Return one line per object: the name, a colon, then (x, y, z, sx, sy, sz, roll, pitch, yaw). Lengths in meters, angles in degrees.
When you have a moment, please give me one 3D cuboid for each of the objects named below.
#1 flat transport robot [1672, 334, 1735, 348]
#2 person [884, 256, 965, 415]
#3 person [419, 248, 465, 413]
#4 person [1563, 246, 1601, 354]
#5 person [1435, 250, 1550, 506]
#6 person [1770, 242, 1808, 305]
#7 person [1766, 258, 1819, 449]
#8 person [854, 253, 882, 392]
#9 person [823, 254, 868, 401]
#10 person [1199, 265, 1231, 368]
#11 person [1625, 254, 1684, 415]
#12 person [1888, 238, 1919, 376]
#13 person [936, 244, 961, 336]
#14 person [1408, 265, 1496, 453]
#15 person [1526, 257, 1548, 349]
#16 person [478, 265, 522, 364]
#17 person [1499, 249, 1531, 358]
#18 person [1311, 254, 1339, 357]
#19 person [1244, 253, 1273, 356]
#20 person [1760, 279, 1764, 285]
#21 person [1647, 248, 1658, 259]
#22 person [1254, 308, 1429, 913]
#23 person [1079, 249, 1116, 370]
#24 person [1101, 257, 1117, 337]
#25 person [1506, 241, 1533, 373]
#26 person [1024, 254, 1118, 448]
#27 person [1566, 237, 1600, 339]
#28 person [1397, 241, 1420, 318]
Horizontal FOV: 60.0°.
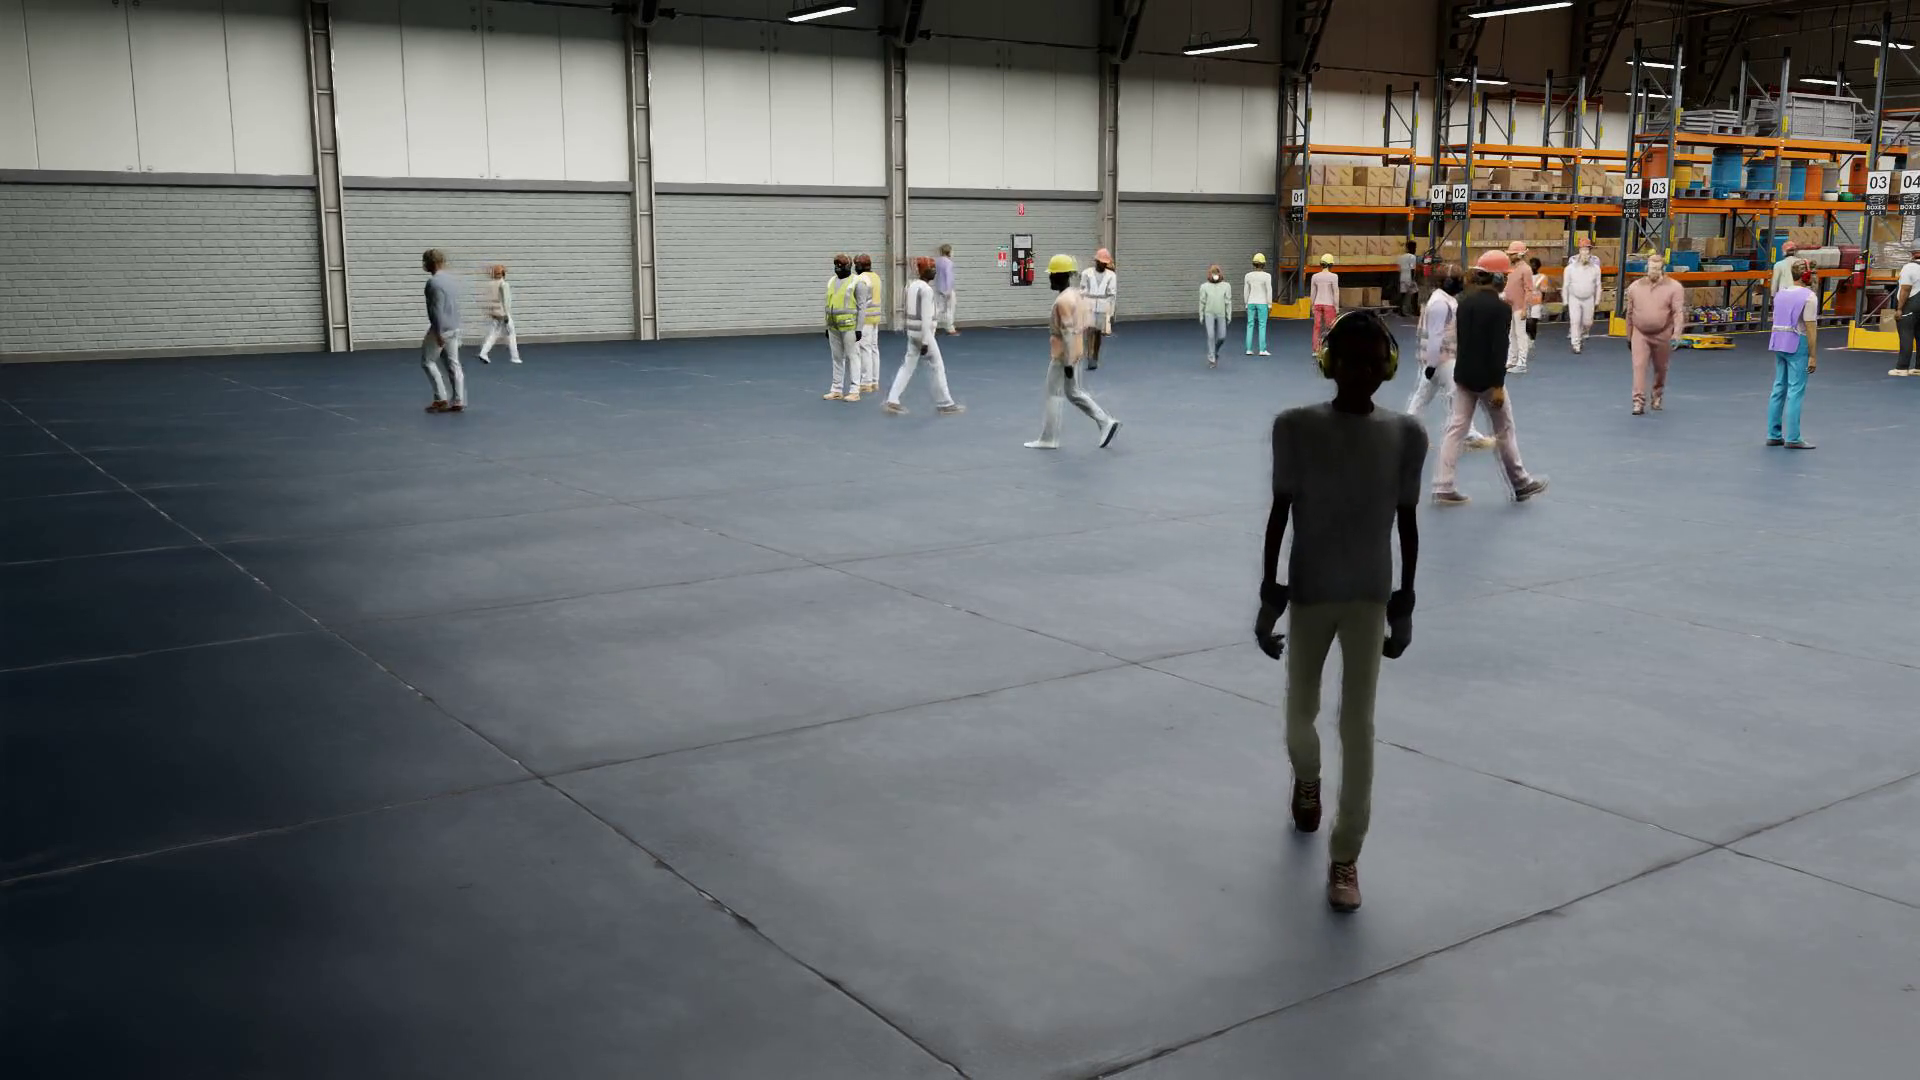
flat transport robot: (13.726, -3.721, 31.010, 0.652, 0.197, 1.431, -2, 11, -10)
person: (-0.452, -2.357, 19.256, 0.974, 1.845, 0.590, -5, 11, -26)
person: (-6.080, -2.426, 19.401, 0.577, 1.921, 0.642, 1, 10, 6)
person: (10.982, -4.240, 29.418, 0.649, 1.890, 0.564, 2, 10, 8)
person: (4.094, -1.234, 12.772, 0.990, 1.942, 0.647, -4, 11, -22)
person: (15.525, -4.606, 31.240, 0.630, 1.951, 0.882, 1, 10, 6)
person: (8.116, -1.809, 16.208, 0.389, 1.846, 0.565, -2, 11, -12)
person: (-1.270, -2.878, 22.089, 0.430, 1.840, 0.626, 4, 11, 20)
person: (-1.464, -2.662, 20.895, 0.620, 1.845, 0.430, 8, 13, 37)
person: (4.025, -3.533, 26.281, 0.517, 1.617, 0.394, 0, 10, 0)
person: (8.143, -2.415, 19.510, 0.648, 1.868, 0.950, 5, 12, 28)
person: (14.151, -3.458, 24.714, 0.689, 2.000, 0.538, -3, 11, -16)
person: (-0.368, -5.179, 34.497, 0.738, 1.919, 0.633, -4, 11, -22)
person: (4.690, -1.732, 15.951, 0.944, 1.791, 0.622, 3, 11, 15)
person: (10.495, -4.330, 30.464, 0.375, 1.686, 0.532, -9, 14, -42)
person: (-7.515, -3.657, 27.039, 0.519, 1.623, 0.759, 9, 14, 40)
person: (9.237, -3.927, 27.756, 0.608, 1.866, 0.587, 0, 10, -1)
person: (6.225, -3.983, 28.347, 0.523, 1.769, 0.316, 9, 14, 40)
person: (5.183, -4.083, 28.887, 0.526, 1.771, 0.305, 7, 13, 35)
person: (25.950, -8.520, 53.580, 0.498, 1.633, 0.287, 1, 10, 4)
person: (15.617, -5.717, 37.778, 0.860, 1.805, 0.600, -7, 13, -34)
person: (1.222, 0.170, 5.372, 0.514, 1.843, 0.876, 3, 11, 14)
person: (2.123, -3.575, 25.847, 0.580, 1.861, 0.916, -1, 10, -3)
person: (3.056, -5.024, 34.416, 0.282, 1.631, 0.504, -6, 12, -31)
person: (8.455, -3.540, 25.294, 0.394, 1.990, 0.618, -2, 10, -9)
person: (1.080, -1.811, 16.085, 0.843, 1.904, 0.589, 3, 11, 16)
person: (12.554, -5.073, 33.561, 0.607, 2.044, 0.378, 4, 11, 20)
person: (11.503, -6.619, 42.318, 0.839, 1.932, 0.631, -4, 11, -19)
